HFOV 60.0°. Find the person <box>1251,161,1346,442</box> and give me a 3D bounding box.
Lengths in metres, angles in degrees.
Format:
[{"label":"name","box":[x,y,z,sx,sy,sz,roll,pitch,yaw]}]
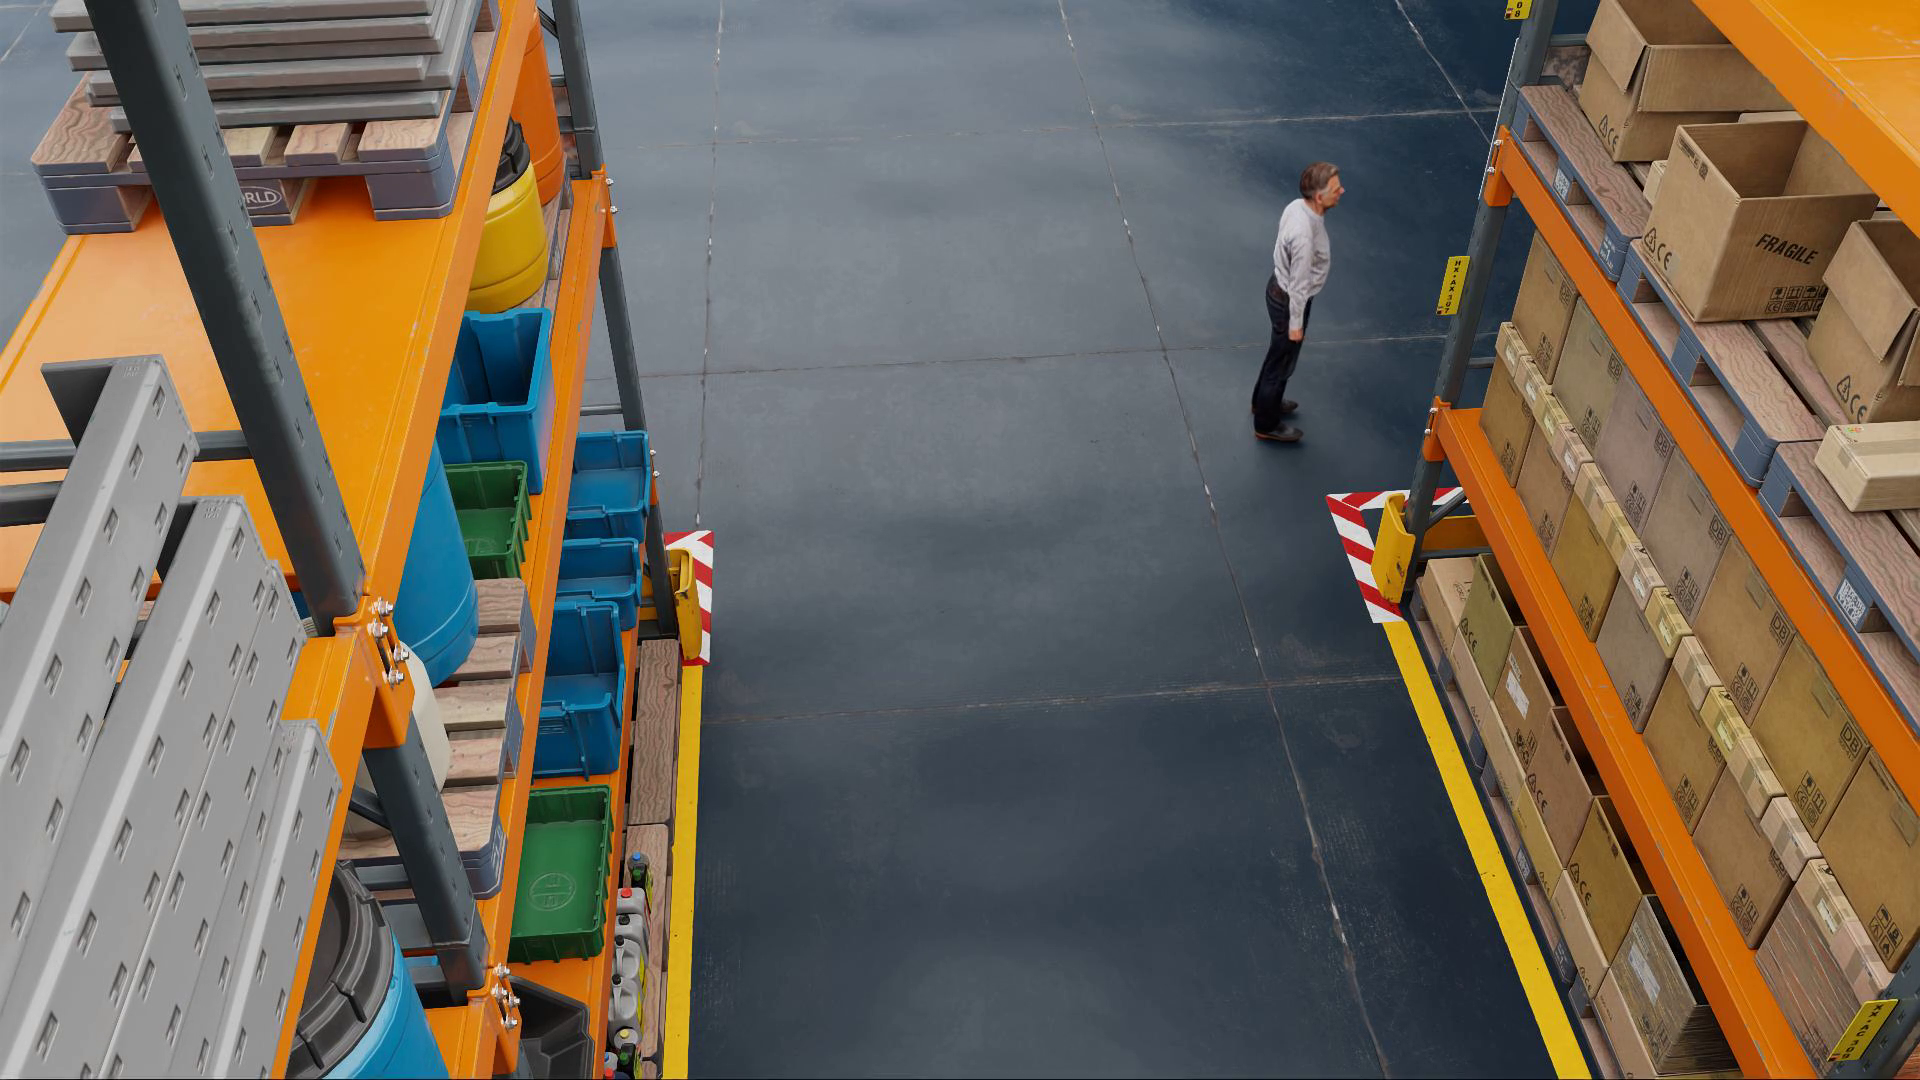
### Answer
[{"label":"person","box":[1.947,-1.416,9.734,0.770,1.815,0.582,3,42,3]}]
